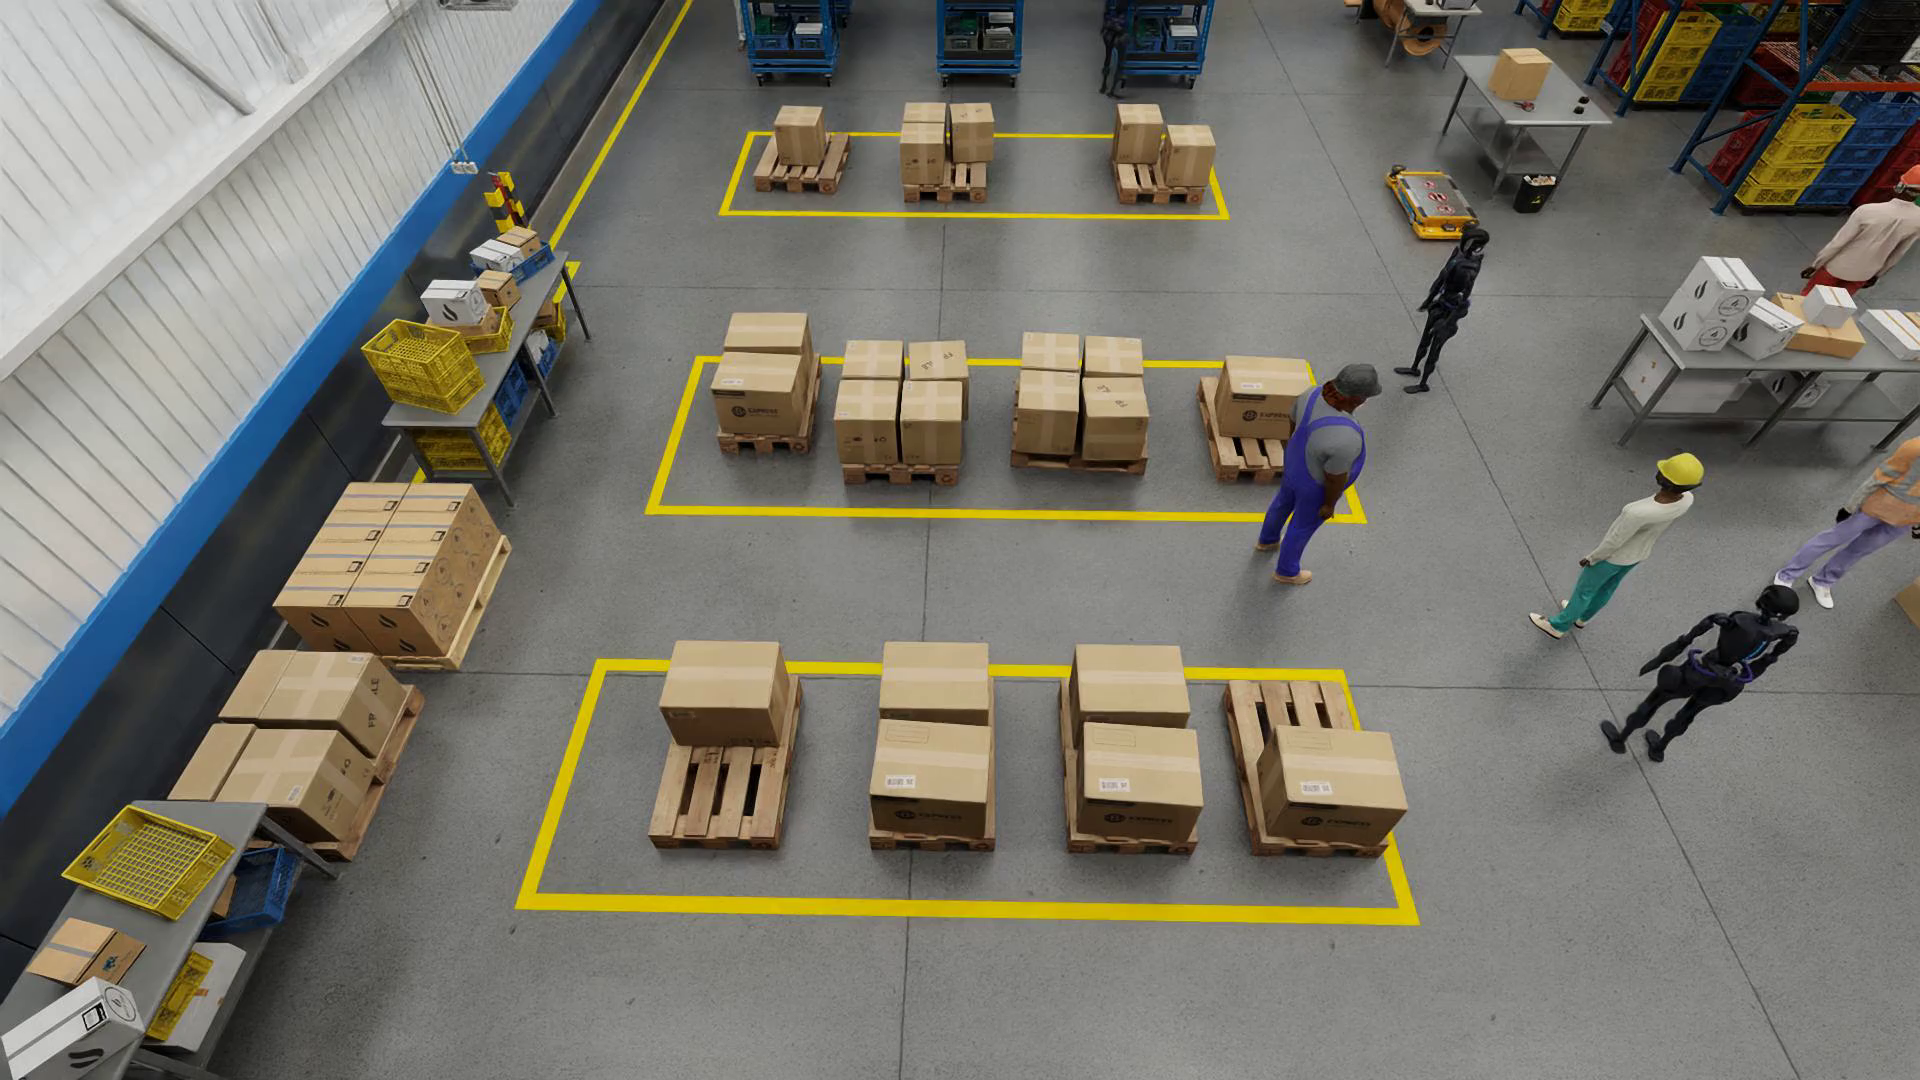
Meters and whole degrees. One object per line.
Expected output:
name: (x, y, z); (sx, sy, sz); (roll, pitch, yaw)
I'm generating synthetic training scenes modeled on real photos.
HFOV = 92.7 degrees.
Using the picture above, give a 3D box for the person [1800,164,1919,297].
person: (8.332, -2.558, 8.606); (0.624, 1.992, 0.384); (12, 50, 10)

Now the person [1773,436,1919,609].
person: (6.747, -0.206, 6.617); (0.587, 1.923, 0.379); (13, 50, 11)

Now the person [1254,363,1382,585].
person: (2.670, -0.496, 6.792); (0.537, 2.000, 0.688); (-8, 50, -7)

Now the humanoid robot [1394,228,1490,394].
humanoid robot: (4.429, -2.083, 8.394); (0.315, 1.657, 0.602); (3, 49, 2)

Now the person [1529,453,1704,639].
person: (4.656, 0.066, 6.485); (0.529, 1.768, 0.310); (-16, 51, -14)

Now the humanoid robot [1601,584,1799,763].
humanoid robot: (4.760, 0.857, 5.854); (0.569, 1.651, 0.344); (11, 50, 9)

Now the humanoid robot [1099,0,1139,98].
humanoid robot: (2.179, -7.050, 12.697); (0.371, 1.653, 0.665); (-31, 56, -24)

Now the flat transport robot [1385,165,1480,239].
flat transport robot: (5.692, -4.094, 11.059); (0.652, 0.197, 1.431); (1, 49, 1)

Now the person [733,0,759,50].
person: (-3.250, -8.355, 13.697); (0.579, 1.882, 0.340); (0, 49, 0)
